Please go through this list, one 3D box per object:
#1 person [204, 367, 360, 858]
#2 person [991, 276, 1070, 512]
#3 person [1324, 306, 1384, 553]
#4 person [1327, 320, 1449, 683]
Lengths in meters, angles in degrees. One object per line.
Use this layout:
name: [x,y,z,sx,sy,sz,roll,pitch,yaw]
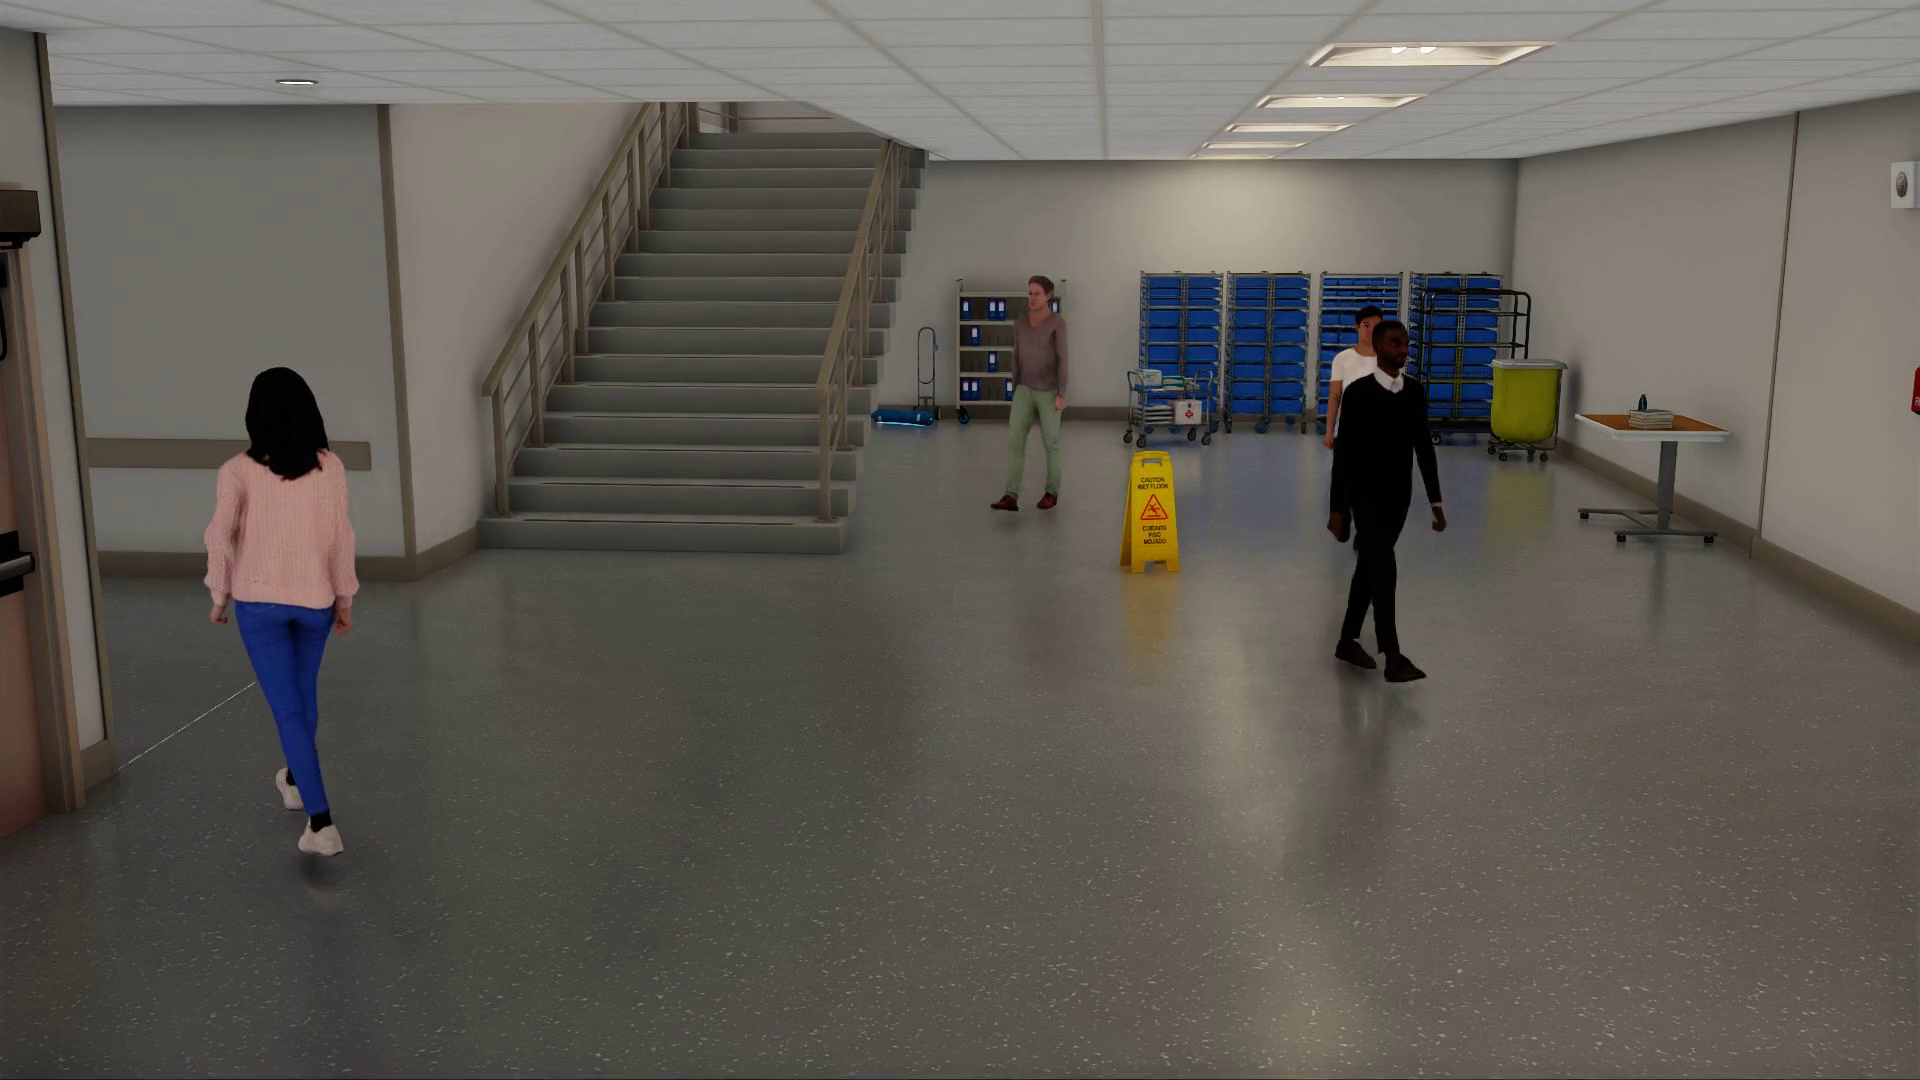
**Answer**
person: [-2.385,0.295,5.942,1.111,1.720,1.201,-8,13,-36]
person: [0.674,-1.145,13.203,0.984,1.842,1.150,6,12,30]
person: [2.791,-0.779,11.623,0.654,1.711,0.673,0,11,2]
person: [2.052,-0.203,8.426,0.977,1.773,1.139,-5,12,-24]
